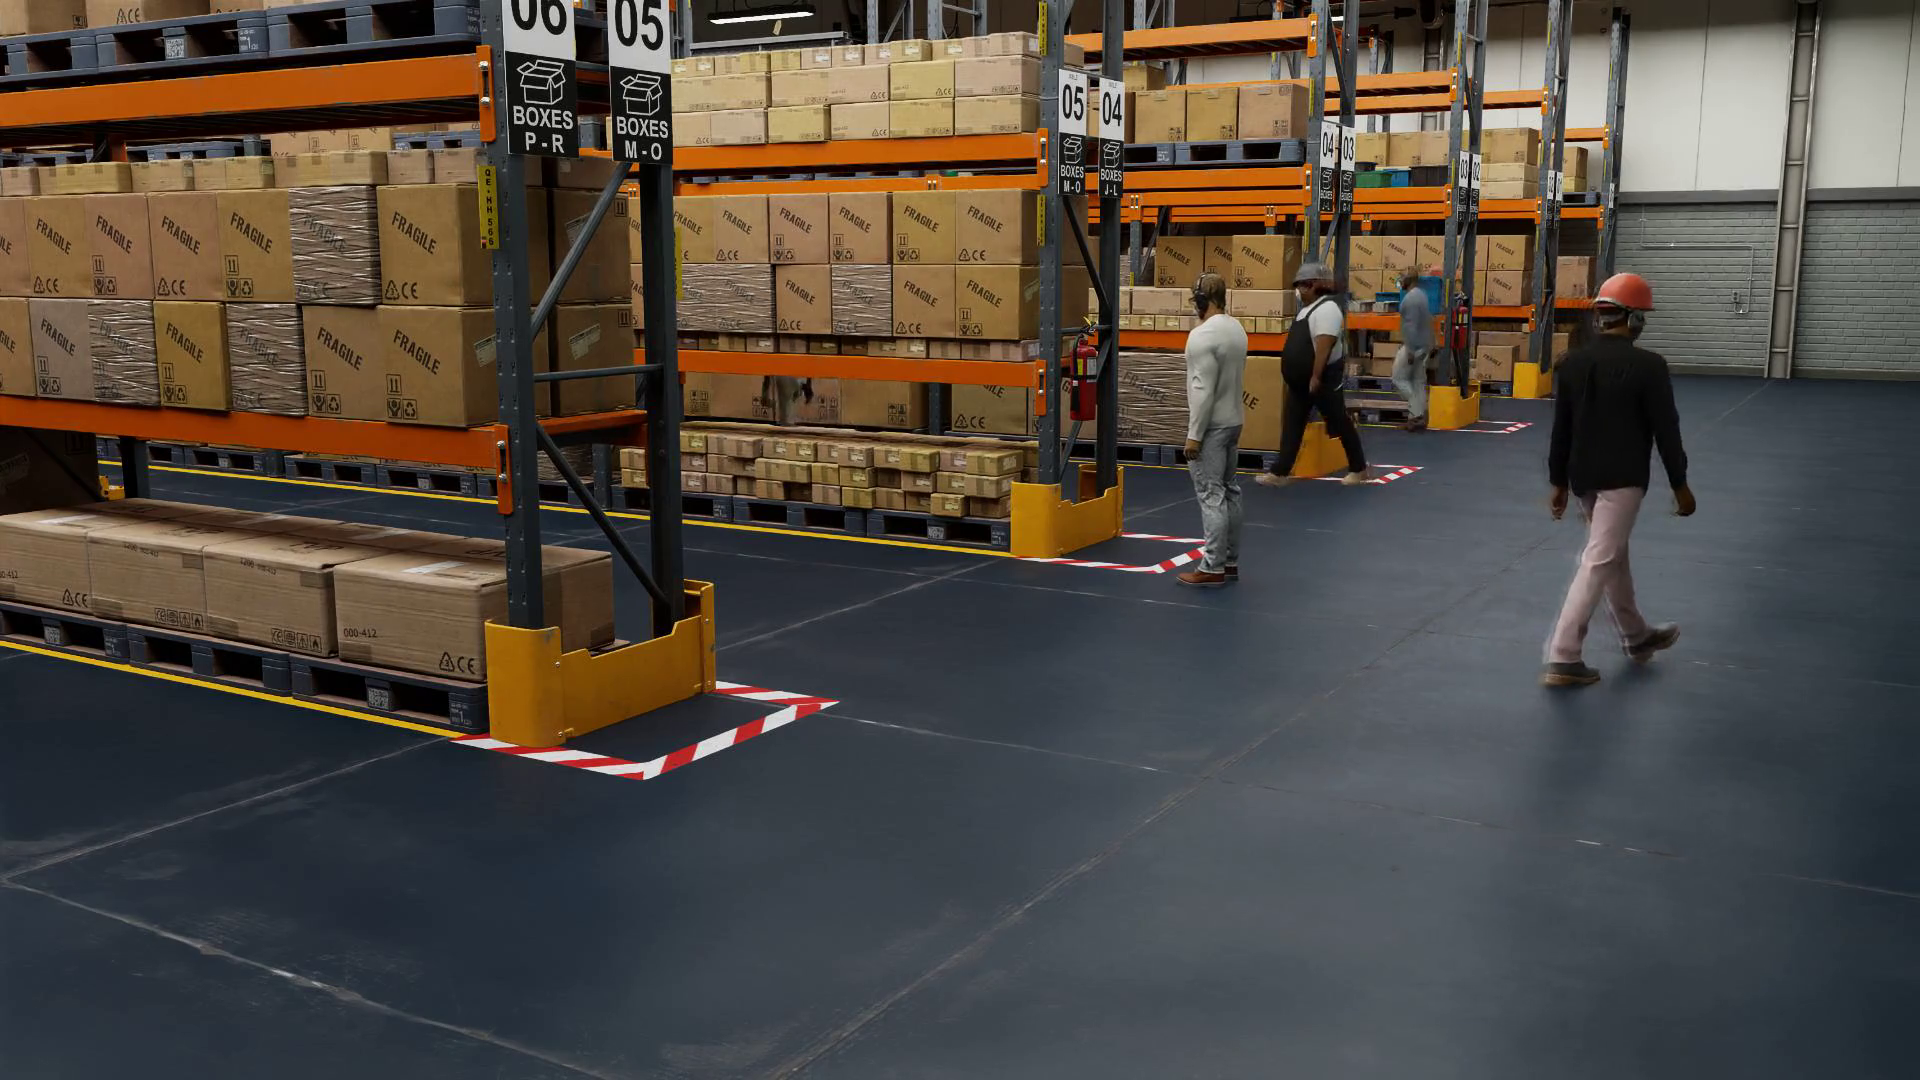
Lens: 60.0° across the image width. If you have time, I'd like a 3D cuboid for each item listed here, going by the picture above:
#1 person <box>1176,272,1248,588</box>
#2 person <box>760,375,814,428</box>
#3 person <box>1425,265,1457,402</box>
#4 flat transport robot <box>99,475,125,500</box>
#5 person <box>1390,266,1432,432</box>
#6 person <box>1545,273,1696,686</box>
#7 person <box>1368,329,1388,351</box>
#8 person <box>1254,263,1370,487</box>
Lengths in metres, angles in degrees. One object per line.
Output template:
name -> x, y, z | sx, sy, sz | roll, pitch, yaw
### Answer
person -> 1.554, -0.669, 10.225 | 0.369, 1.931, 0.630 | 6, 11, 32
person -> -1.521, -1.342, 14.378 | 0.450, 1.854, 0.562 | 5, 11, 29
person -> 6.145, -2.510, 21.053 | 0.683, 1.915, 0.543 | 7, 12, 36
flat transport robot -> -7.510, -0.375, 13.355 | 0.652, 0.197, 1.431 | 6, 11, 30
person -> 5.206, -2.195, 19.186 | 0.432, 1.917, 0.631 | 5, 11, 28
person -> 3.194, -0.291, 7.970 | 0.984, 1.942, 0.621 | -4, 10, -20
person -> 6.936, -3.570, 27.545 | 0.418, 1.818, 0.595 | 4, 10, 21
person -> 3.171, -1.479, 14.646 | 1.032, 2.000, 0.757 | -2, 10, -14
